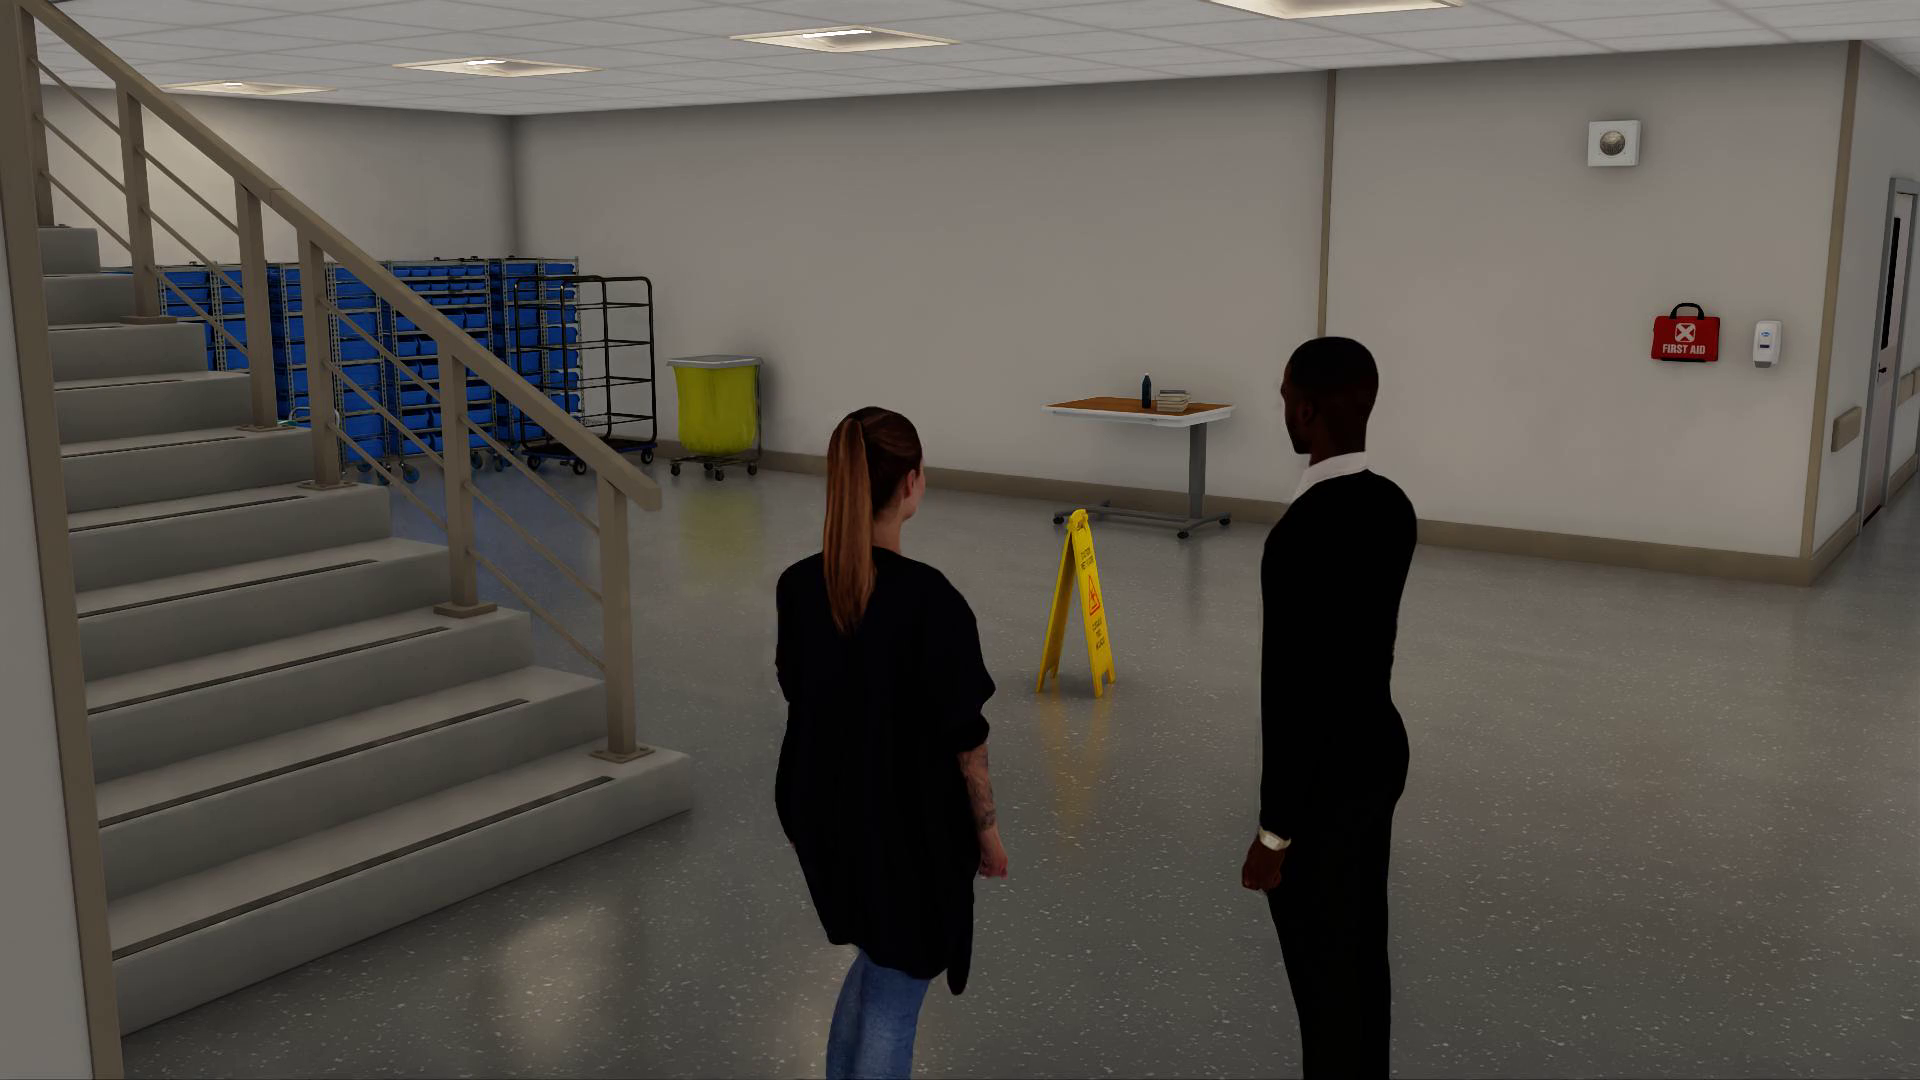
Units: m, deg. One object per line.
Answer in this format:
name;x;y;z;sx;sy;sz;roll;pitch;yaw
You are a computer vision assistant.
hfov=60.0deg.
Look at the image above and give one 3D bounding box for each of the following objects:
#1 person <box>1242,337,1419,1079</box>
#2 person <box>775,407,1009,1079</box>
person;0.765;0.494;3.347;0.533;1.809;0.631;8;13;36
person;-0.200;0.592;3.184;0.606;1.676;0.704;9;14;38
